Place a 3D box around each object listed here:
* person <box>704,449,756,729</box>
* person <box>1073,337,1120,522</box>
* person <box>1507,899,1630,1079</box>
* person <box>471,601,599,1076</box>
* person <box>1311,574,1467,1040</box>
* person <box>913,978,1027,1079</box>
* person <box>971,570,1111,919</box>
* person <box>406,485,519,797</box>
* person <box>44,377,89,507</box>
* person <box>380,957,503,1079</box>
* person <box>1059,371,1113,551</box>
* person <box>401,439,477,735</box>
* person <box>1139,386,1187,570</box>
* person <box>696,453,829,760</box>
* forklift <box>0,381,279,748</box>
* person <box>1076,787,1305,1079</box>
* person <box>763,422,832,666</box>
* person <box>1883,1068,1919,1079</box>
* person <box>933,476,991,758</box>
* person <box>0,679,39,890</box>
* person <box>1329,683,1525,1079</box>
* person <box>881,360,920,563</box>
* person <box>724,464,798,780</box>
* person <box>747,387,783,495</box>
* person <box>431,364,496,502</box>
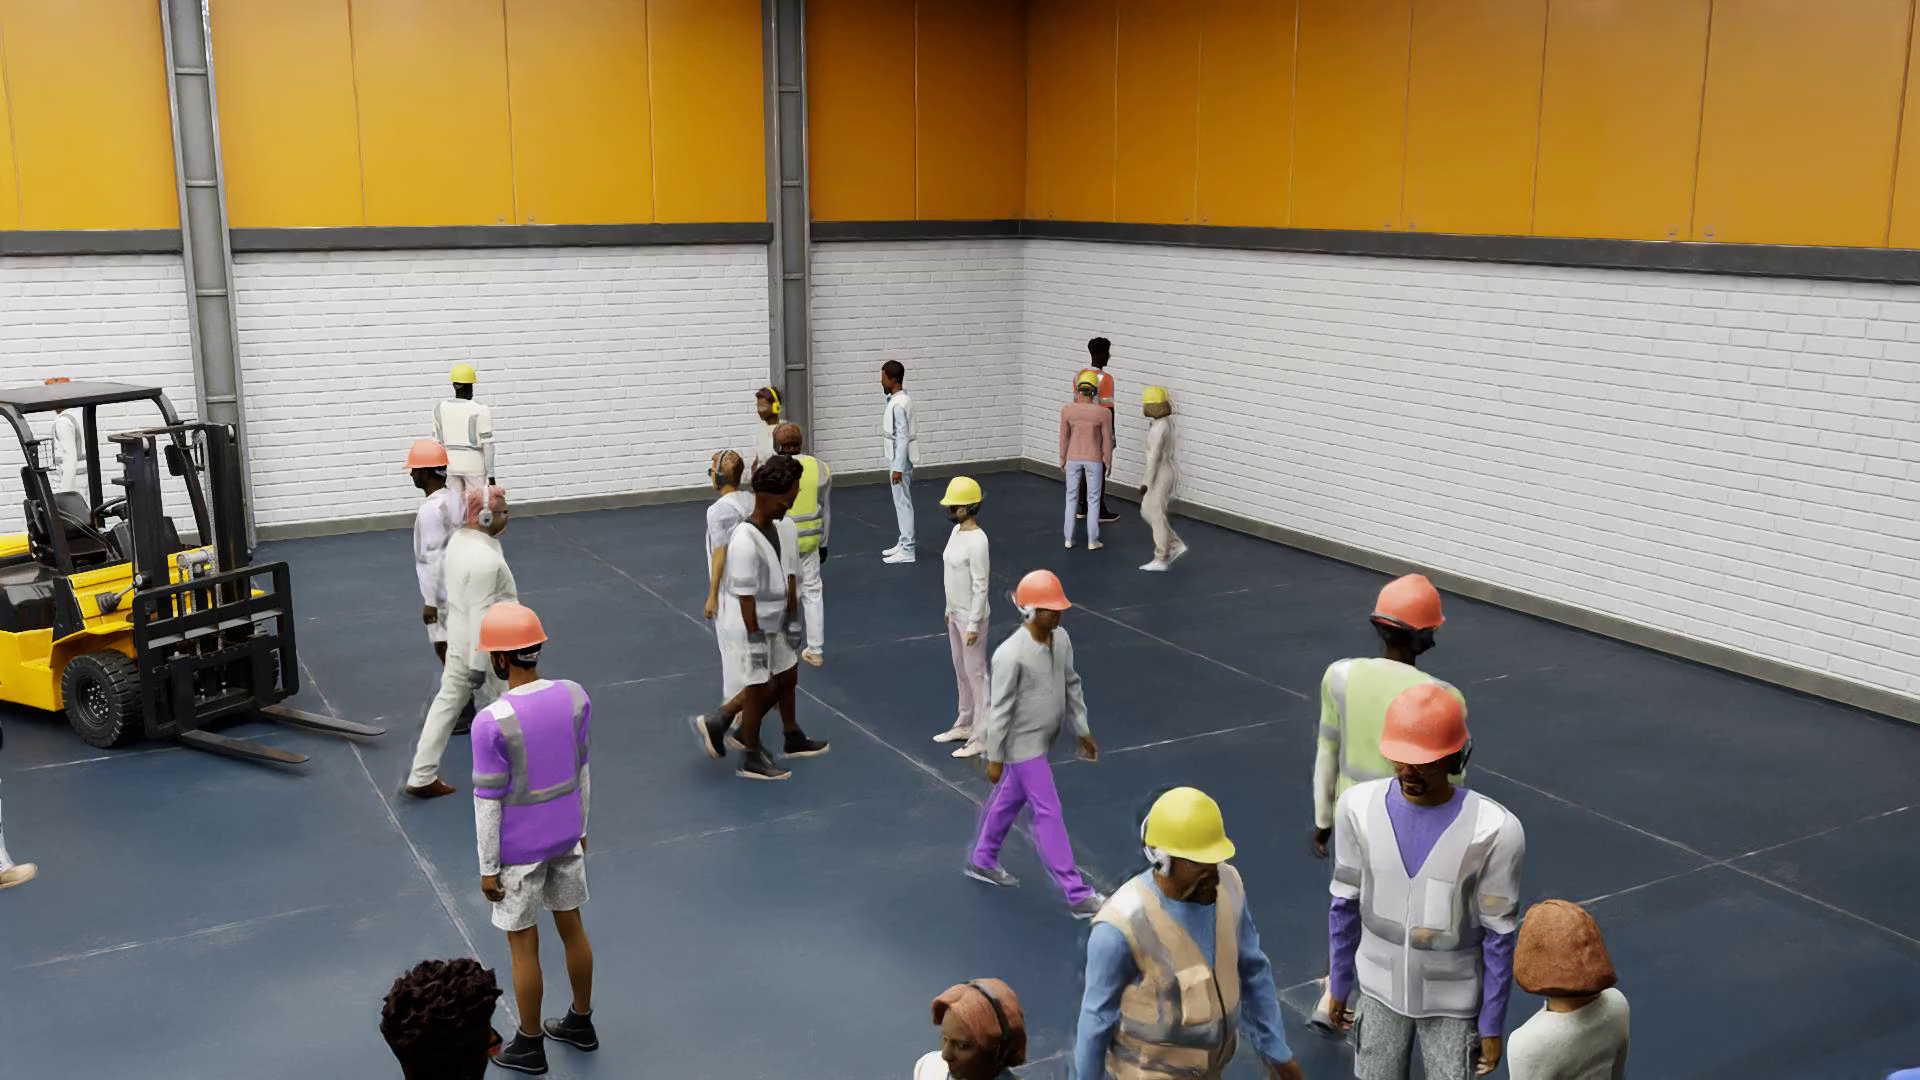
[{"bbox_3d":[-1.497,0.319,10.927,0.343,1.846,0.507,6,13,26],"label":"person"},{"bbox_3d":[1.449,-1.176,17.650,0.367,1.966,0.607,-8,15,-34],"label":"person"},{"bbox_3d":[1.635,1.775,4.602,0.507,1.631,0.274,-9,15,-37],"label":"person"},{"bbox_3d":[-1.723,1.188,6.663,0.391,1.929,0.546,9,15,37],"label":"person"},{"bbox_3d":[1.724,1.136,6.659,0.622,2.031,0.448,12,17,43],"label":"person"},{"bbox_3d":[0.050,1.863,4.184,0.518,1.637,0.309,12,17,44],"label":"person"},{"bbox_3d":[0.400,0.977,8.170,0.930,1.703,0.562,7,14,29],"label":"person"},{"bbox_3d":[-2.776,0.592,9.662,1.032,1.852,0.647,-8,15,-34],"label":"person"},{"bbox_3d":[-7.836,-0.496,14.657,0.343,1.882,0.585,-4,13,-19],"label":"person"},{"bbox_3d":[-1.082,1.830,3.565,0.612,1.962,0.365,5,13,20],"label":"person"},{"bbox_3d":[1.230,-0.772,16.254,0.532,1.758,0.344,4,13,16],"label":"person"},{"bbox_3d":[-3.378,0.308,10.765,0.373,1.934,0.551,0,12,0],"label":"person"},{"bbox_3d":[1.828,-0.555,15.318,0.400,1.723,0.483,2,12,7],"label":"person"},{"bbox_3d":[-1.229,0.440,10.188,0.784,1.920,0.667,-5,13,-21],"label":"person"},{"bbox_3d":[-5.853,0.085,11.199,2.313,2.155,1.214,7,14,28],"label":"forklift"},{"bbox_3d":[0.671,1.589,5.145,0.589,1.779,0.959,-11,16,-42],"label":"person"},{"bbox_3d":[-1.242,0.048,12.214,0.634,1.839,0.429,-9,15,-35],"label":"person"},{"bbox_3d":[1.671,1.955,3.162,0.699,1.896,0.390,-7,14,-28],"label":"person"},{"bbox_3d":[0.025,0.472,10.395,0.308,1.769,0.525,-4,13,-19],"label":"person"},{"bbox_3d":[-5.054,0.872,8.364,0.643,1.838,0.431,5,13,22],"label":"person"},{"bbox_3d":[1.442,1.432,5.280,0.602,2.035,0.405,8,14,32],"label":"person"},{"bbox_3d":[-0.560,-0.742,15.732,0.373,1.915,0.594,0,12,-1],"label":"person"},{"bbox_3d":[-1.162,0.500,9.879,0.456,1.938,0.623,4,13,16],"label":"person"},{"bbox_3d":[-1.646,-0.378,14.182,0.503,1.849,0.582,-10,15,-38],"label":"person"},{"bbox_3d":[-4.545,-0.658,15.310,0.589,1.927,0.387,2,12,11],"label":"person"}]
